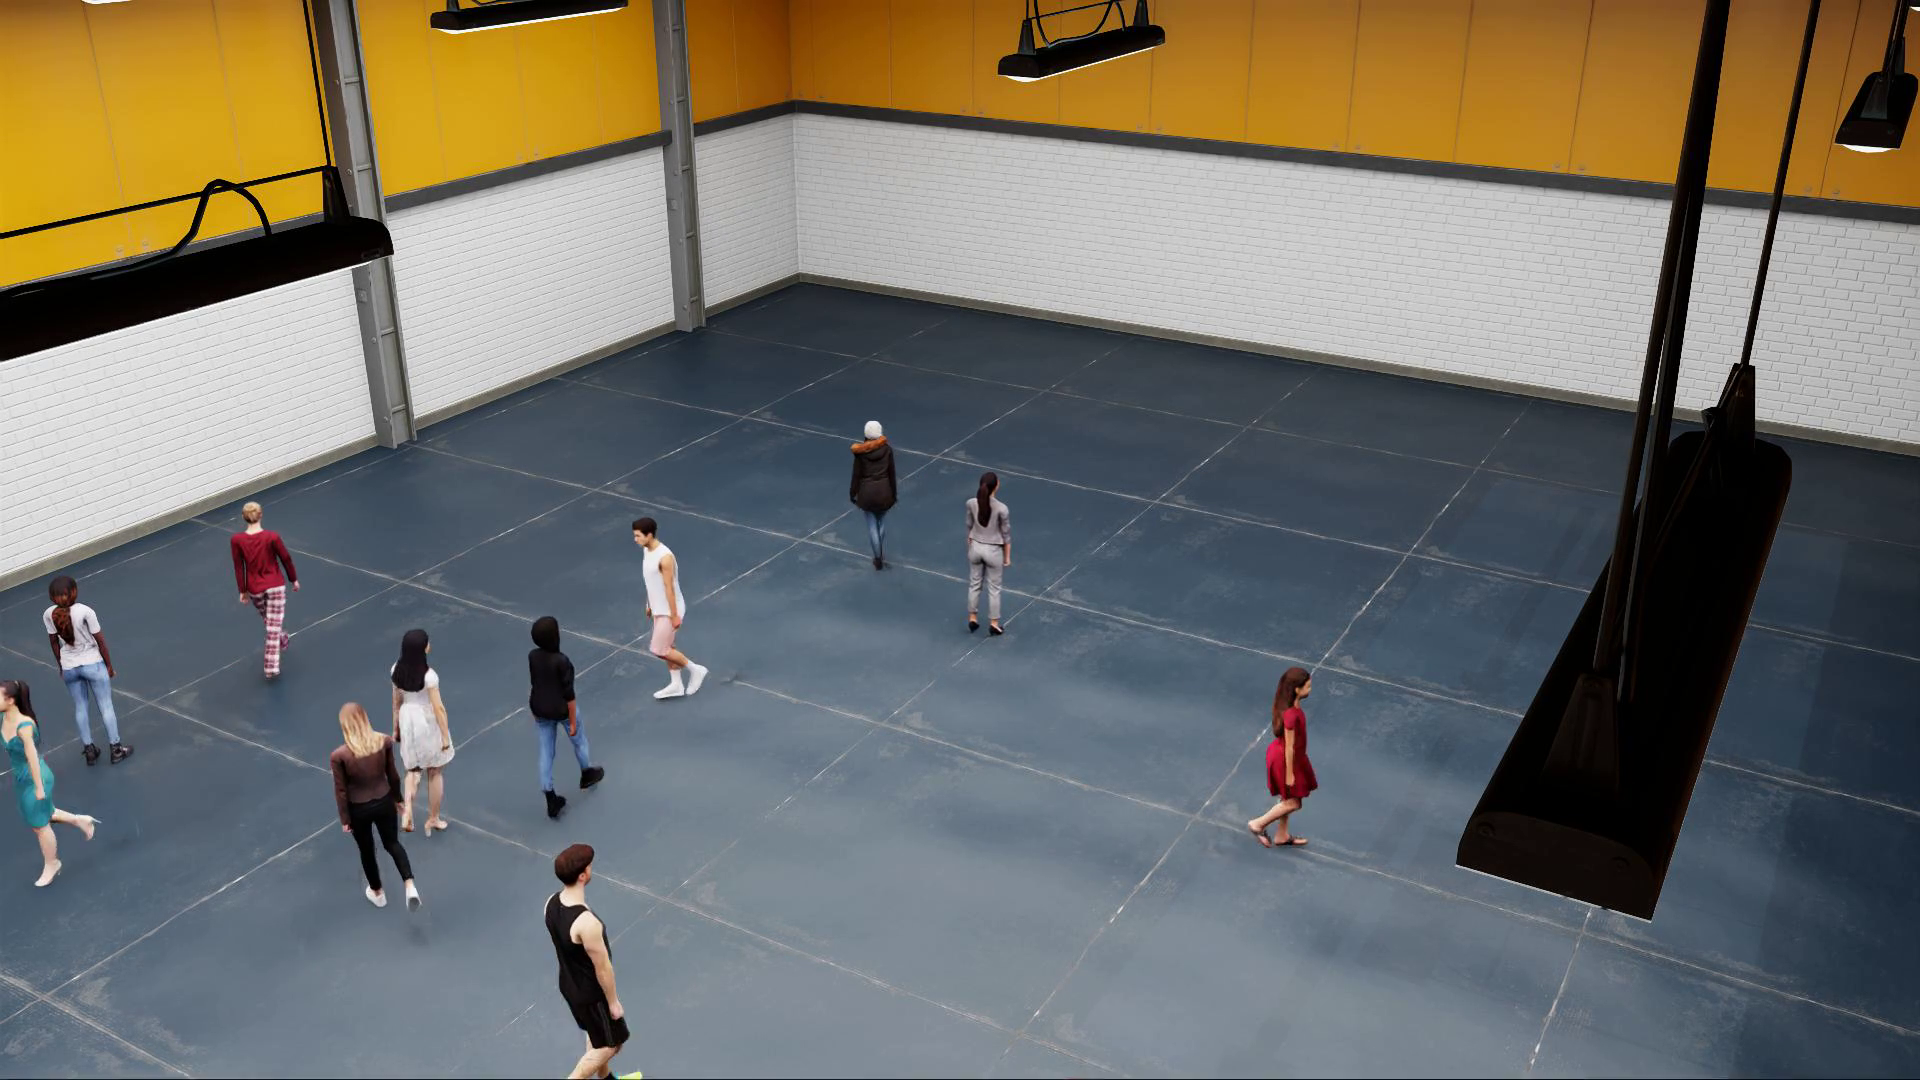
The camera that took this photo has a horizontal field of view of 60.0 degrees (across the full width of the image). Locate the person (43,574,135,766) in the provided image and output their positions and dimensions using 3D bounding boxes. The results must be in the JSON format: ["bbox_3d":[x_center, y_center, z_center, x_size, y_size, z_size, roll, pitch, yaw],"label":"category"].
[{"bbox_3d":[-7.311,1.073,13.881,0.670,1.720,0.693,-1,24,-3],"label":"person"}]

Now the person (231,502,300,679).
[{"bbox_3d":[-6.411,0.475,15.333,1.056,1.651,1.180,-3,24,-8],"label":"person"}]

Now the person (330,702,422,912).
[{"bbox_3d":[-4.177,1.958,11.893,0.938,1.691,0.856,-20,30,-38],"label":"person"}]

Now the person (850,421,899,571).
[{"bbox_3d":[-0.873,-0.453,17.493,0.835,1.622,0.893,-8,25,-17],"label":"person"}]

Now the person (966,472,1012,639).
[{"bbox_3d":[0.258,0.139,16.075,0.614,1.672,0.579,11,26,24],"label":"person"}]

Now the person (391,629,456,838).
[{"bbox_3d":[-4.174,1.541,12.763,0.734,1.758,0.900,9,25,20],"label":"person"}]

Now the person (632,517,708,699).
[{"bbox_3d":[-2.553,0.605,14.912,0.938,1.751,0.876,-14,27,-28],"label":"person"}]

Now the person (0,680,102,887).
[{"bbox_3d":[-6.802,1.766,12.350,0.610,1.676,0.810,17,29,33],"label":"person"}]

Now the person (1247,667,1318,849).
[{"bbox_3d":[2.437,1.680,12.710,0.763,1.546,0.756,3,24,7],"label":"person"}]

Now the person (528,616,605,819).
[{"bbox_3d":[-3.239,1.428,13.127,0.738,1.673,0.996,5,24,12],"label":"person"}]

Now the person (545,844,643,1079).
[{"bbox_3d":[-2.277,2.701,9.955,1.045,1.880,0.863,-21,31,-39],"label":"person"}]
